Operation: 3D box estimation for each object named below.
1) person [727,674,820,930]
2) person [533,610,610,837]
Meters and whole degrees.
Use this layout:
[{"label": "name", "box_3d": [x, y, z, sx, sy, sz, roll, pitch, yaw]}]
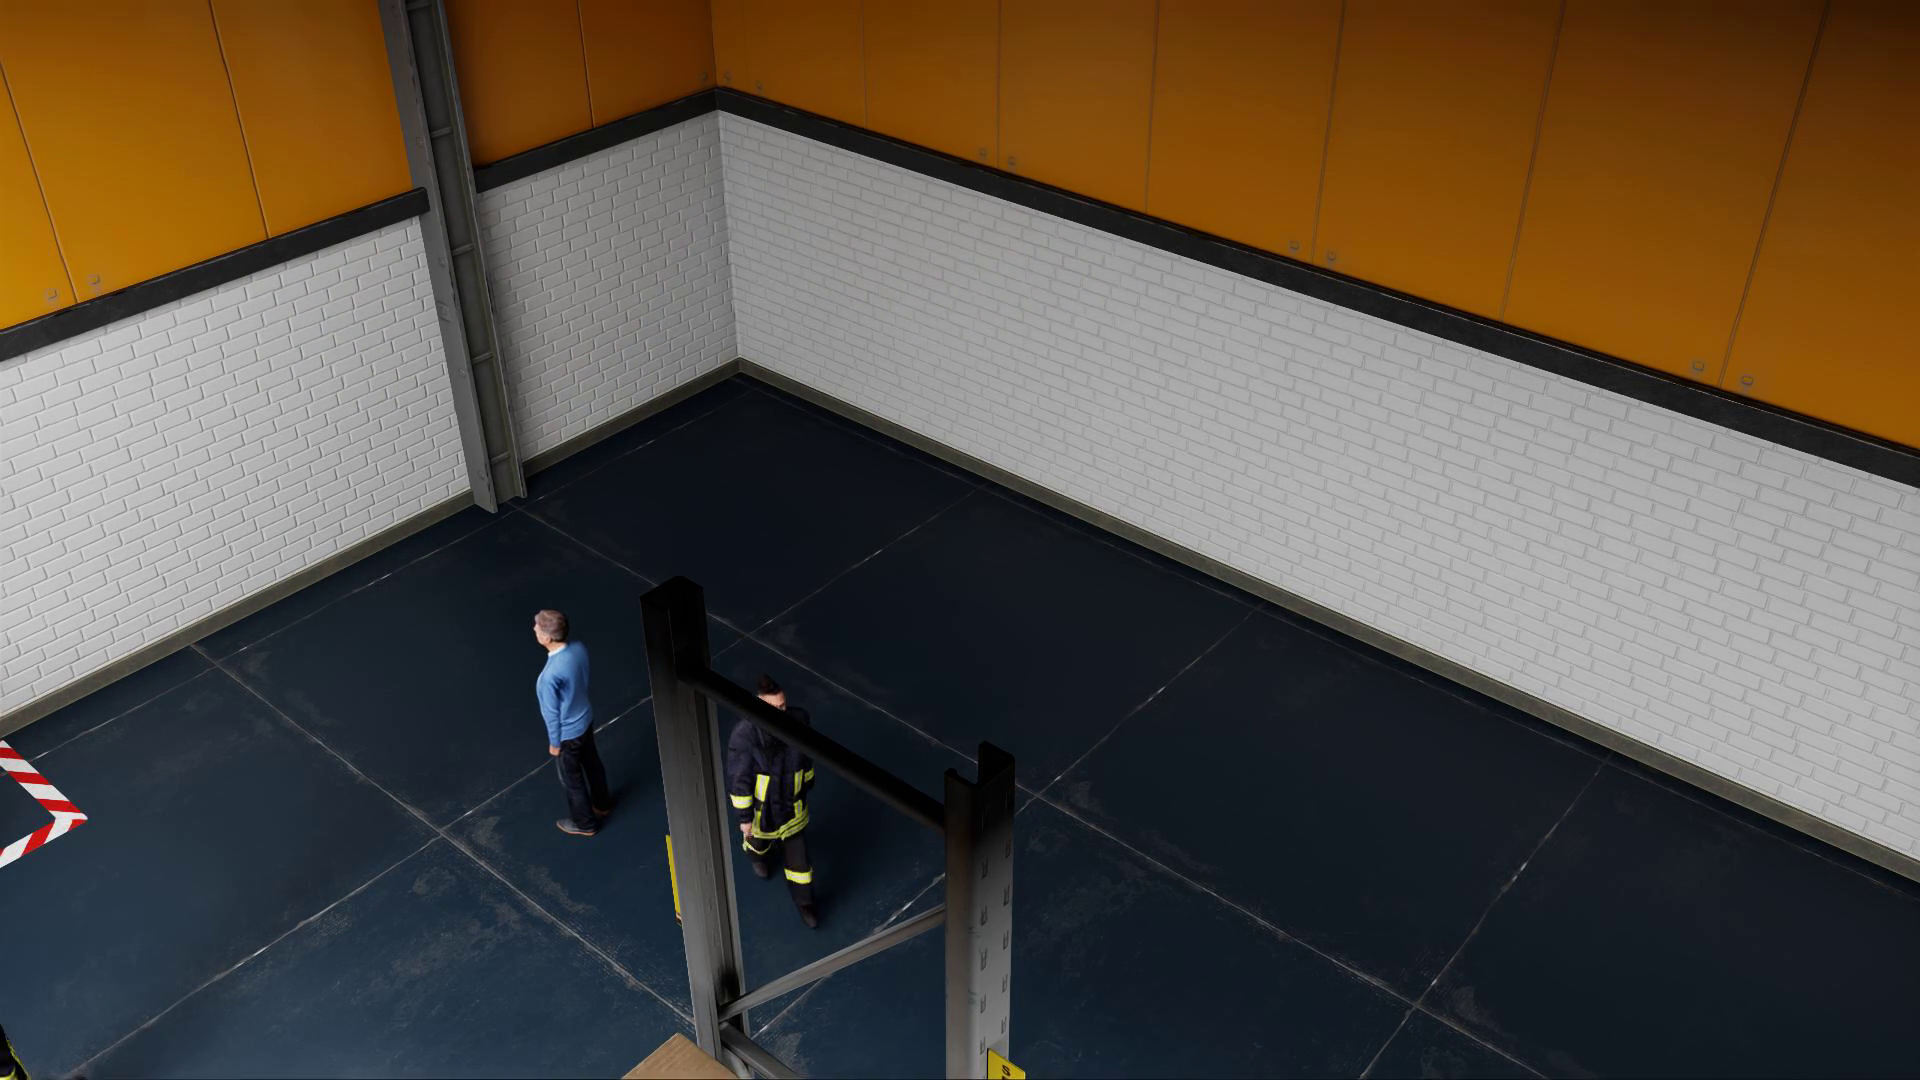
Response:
[{"label": "person", "box_3d": [-1.248, 1.578, 10.765, 1.196, 1.831, 1.156, -11, 35, -17]}, {"label": "person", "box_3d": [-2.640, 1.231, 11.302, 0.781, 1.813, 0.659, 7, 34, 10]}]
